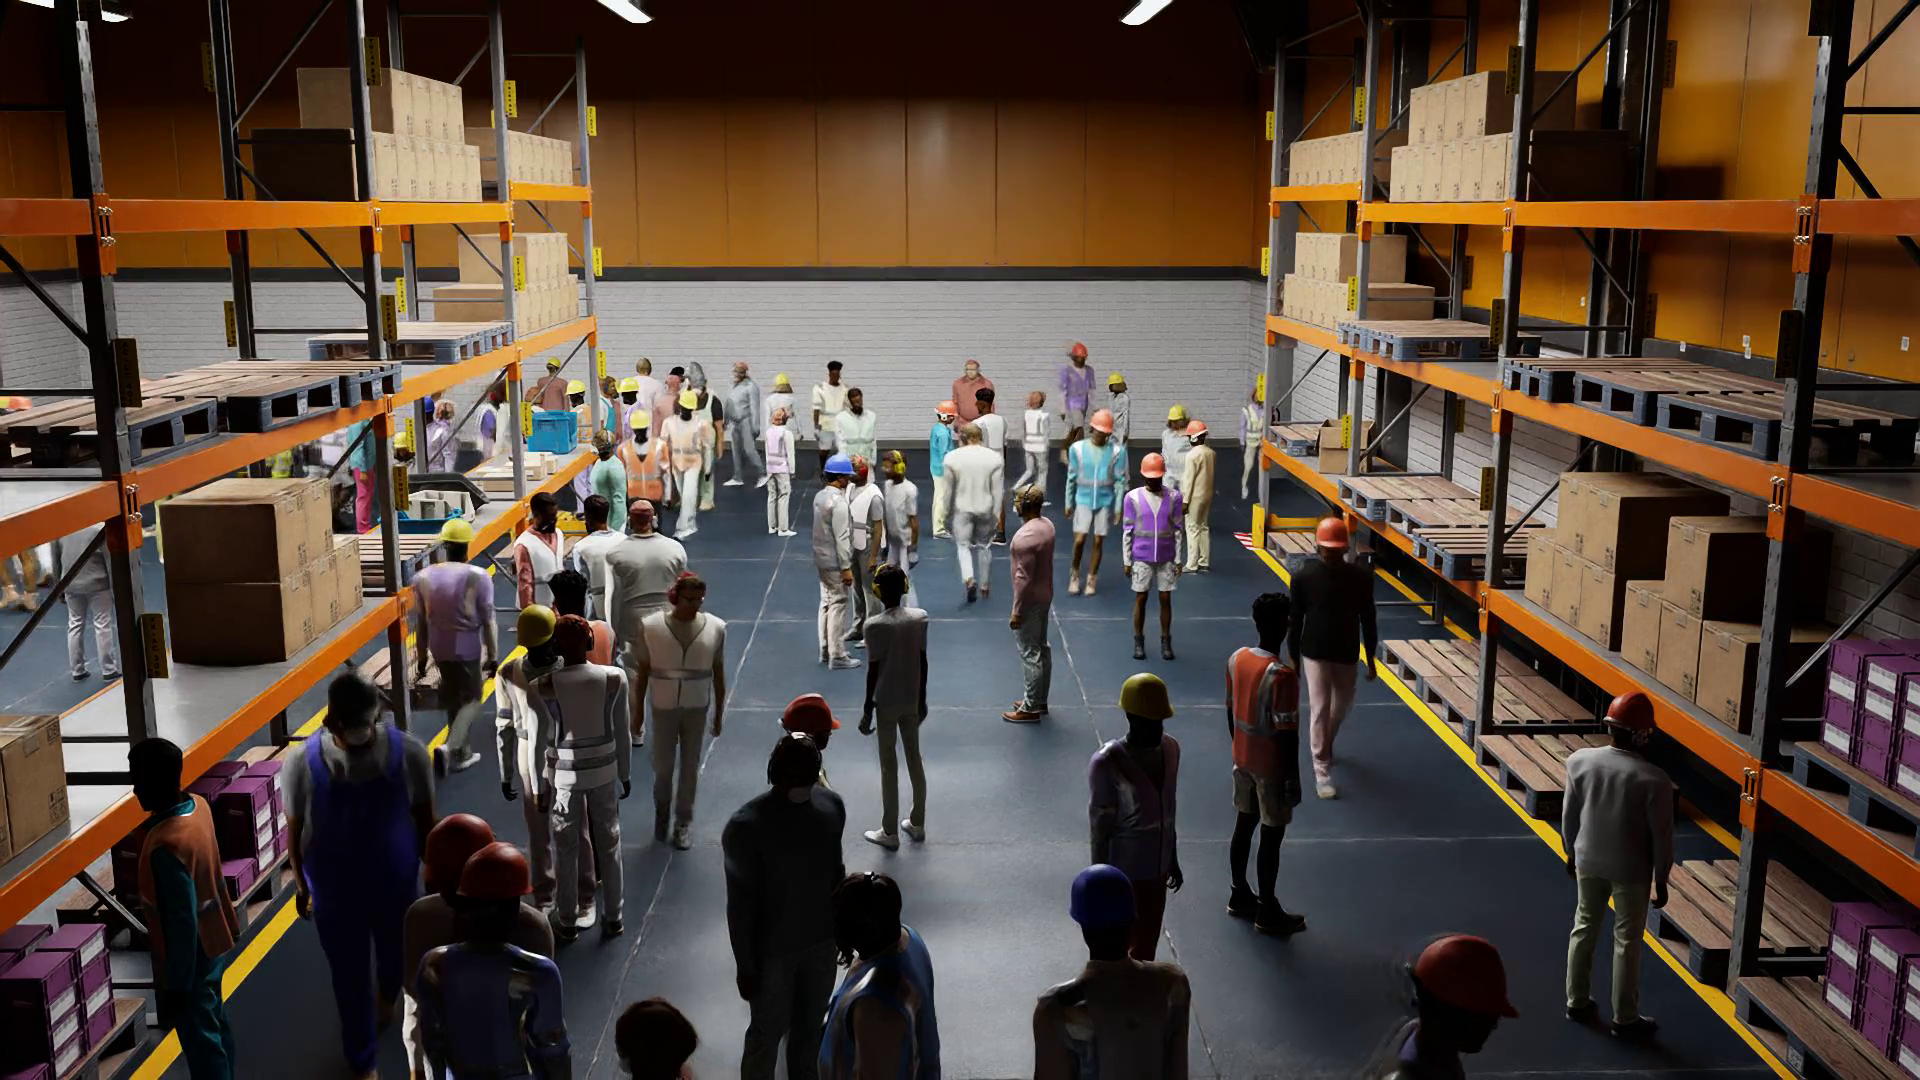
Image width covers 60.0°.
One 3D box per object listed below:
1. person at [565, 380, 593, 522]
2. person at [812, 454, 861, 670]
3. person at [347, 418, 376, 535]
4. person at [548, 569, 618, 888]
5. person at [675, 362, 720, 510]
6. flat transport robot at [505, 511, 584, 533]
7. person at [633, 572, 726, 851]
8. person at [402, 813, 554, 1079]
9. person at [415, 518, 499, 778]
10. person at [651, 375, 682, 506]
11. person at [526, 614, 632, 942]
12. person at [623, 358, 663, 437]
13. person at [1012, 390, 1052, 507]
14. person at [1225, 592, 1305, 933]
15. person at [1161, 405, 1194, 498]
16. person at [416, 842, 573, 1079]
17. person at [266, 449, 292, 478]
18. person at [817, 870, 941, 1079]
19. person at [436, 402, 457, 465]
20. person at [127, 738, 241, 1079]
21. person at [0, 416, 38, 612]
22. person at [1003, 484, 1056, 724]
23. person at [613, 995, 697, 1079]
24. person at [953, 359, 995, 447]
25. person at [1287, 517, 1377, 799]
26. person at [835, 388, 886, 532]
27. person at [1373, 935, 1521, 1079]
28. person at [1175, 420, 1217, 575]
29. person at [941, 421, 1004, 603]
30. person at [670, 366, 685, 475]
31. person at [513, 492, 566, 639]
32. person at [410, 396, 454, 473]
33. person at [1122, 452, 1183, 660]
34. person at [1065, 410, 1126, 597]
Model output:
[{"bbox_3d":[-4.900,-1.108,21.518,0.398,1.913,0.591,3,12,13],"label":"person"},{"bbox_3d":[-1.116,0.192,14.940,0.421,1.934,0.617,-5,12,-23],"label":"person"},{"bbox_3d":[-7.279,-0.916,20.381,0.396,1.989,0.619,-2,12,-11],"label":"person"},{"bbox_3d":[-2.296,1.141,10.107,0.373,1.962,0.605,4,12,17],"label":"person"},{"bbox_3d":[-3.641,-1.429,22.798,0.680,2.000,0.537,5,13,26],"label":"person"},{"bbox_3d":[-5.553,-0.222,21.199,1.431,0.197,0.652,-1,11,-3],"label":"flat transport robot"},{"bbox_3d":[-1.790,1.093,10.691,0.606,1.820,0.438,-4,12,-19],"label":"person"},{"bbox_3d":[-1.754,1.935,6.076,0.621,1.985,0.408,3,12,15],"label":"person"},{"bbox_3d":[-3.646,0.804,11.959,0.620,1.895,0.725,2,11,8],"label":"person"},{"bbox_3d":[-3.894,-1.313,22.672,0.664,1.857,0.972,-4,12,-17],"label":"person"},{"bbox_3d":[-2.128,1.335,9.349,0.575,1.880,0.358,-5,12,-22],"label":"person"},{"bbox_3d":[-4.627,-1.705,24.443,0.635,1.936,0.354,3,12,13],"label":"person"},{"bbox_3d":[1.008,-1.244,22.929,0.524,1.625,0.519,-10,15,-42],"label":"person"},{"bbox_3d":[1.753,1.258,9.509,0.361,1.965,0.613,-5,12,-24],"label":"person"},{"bbox_3d":[2.754,-0.852,20.746,0.485,1.713,0.745,8,14,34],"label":"person"},{"bbox_3d":[-1.604,2.003,5.872,0.542,1.929,0.369,2,11,11],"label":"person"},{"bbox_3d":[-8.114,-0.643,19.782,0.345,1.680,0.558,0,11,1],"label":"person"},{"bbox_3d":[-0.287,2.047,5.909,0.431,1.835,0.623,1,11,5],"label":"person"},{"bbox_3d":[-6.674,-0.980,21.586,0.315,1.631,0.524,-5,12,-24],"label":"person"},{"bbox_3d":[-3.300,1.761,7.119,0.399,1.915,0.589,-3,12,-16],"label":"person"},{"bbox_3d":[-9.700,-0.251,16.988,0.546,2.005,0.619,4,12,21],"label":"person"},{"bbox_3d":[0.560,0.507,13.350,0.372,1.940,0.631,4,12,20],"label":"person"},{"bbox_3d":[-0.957,2.237,5.463,0.310,1.628,0.555,-3,12,-15],"label":"person"},{"bbox_3d":[0.189,-1.746,24.785,0.640,1.893,0.394,3,12,14],"label":"person"},{"bbox_3d":[2.639,0.782,11.893,0.608,1.970,0.899,-1,11,-4],"label":"person"},{"bbox_3d":[-1.255,-0.977,20.970,0.602,1.859,0.996,-6,13,-28],"label":"person"},{"bbox_3d":[1.313,2.135,5.000,0.579,2.025,0.646,6,13,29],"label":"person"},{"bbox_3d":[2.669,-0.484,18.825,0.351,1.738,0.573,8,14,37],"label":"person"},{"bbox_3d":[0.148,-0.277,17.378,0.659,1.909,0.687,-2,11,-9],"label":"person"},{"bbox_3d":[-4.372,-1.846,25.777,0.320,1.690,0.535,1,11,6],"label":"person"},{"bbox_3d":[-3.318,0.552,13.211,0.386,1.906,0.601,3,12,16],"label":"person"},{"bbox_3d":[-6.222,-0.729,19.543,0.602,1.940,0.402,5,12,22],"label":"person"},{"bbox_3d":[1.760,0.151,15.178,0.549,1.925,0.384,0,11,-1],"label":"person"},{"bbox_3d":[1.429,-0.374,17.576,0.625,2.012,0.561,1,11,3],"label":"person"}]
